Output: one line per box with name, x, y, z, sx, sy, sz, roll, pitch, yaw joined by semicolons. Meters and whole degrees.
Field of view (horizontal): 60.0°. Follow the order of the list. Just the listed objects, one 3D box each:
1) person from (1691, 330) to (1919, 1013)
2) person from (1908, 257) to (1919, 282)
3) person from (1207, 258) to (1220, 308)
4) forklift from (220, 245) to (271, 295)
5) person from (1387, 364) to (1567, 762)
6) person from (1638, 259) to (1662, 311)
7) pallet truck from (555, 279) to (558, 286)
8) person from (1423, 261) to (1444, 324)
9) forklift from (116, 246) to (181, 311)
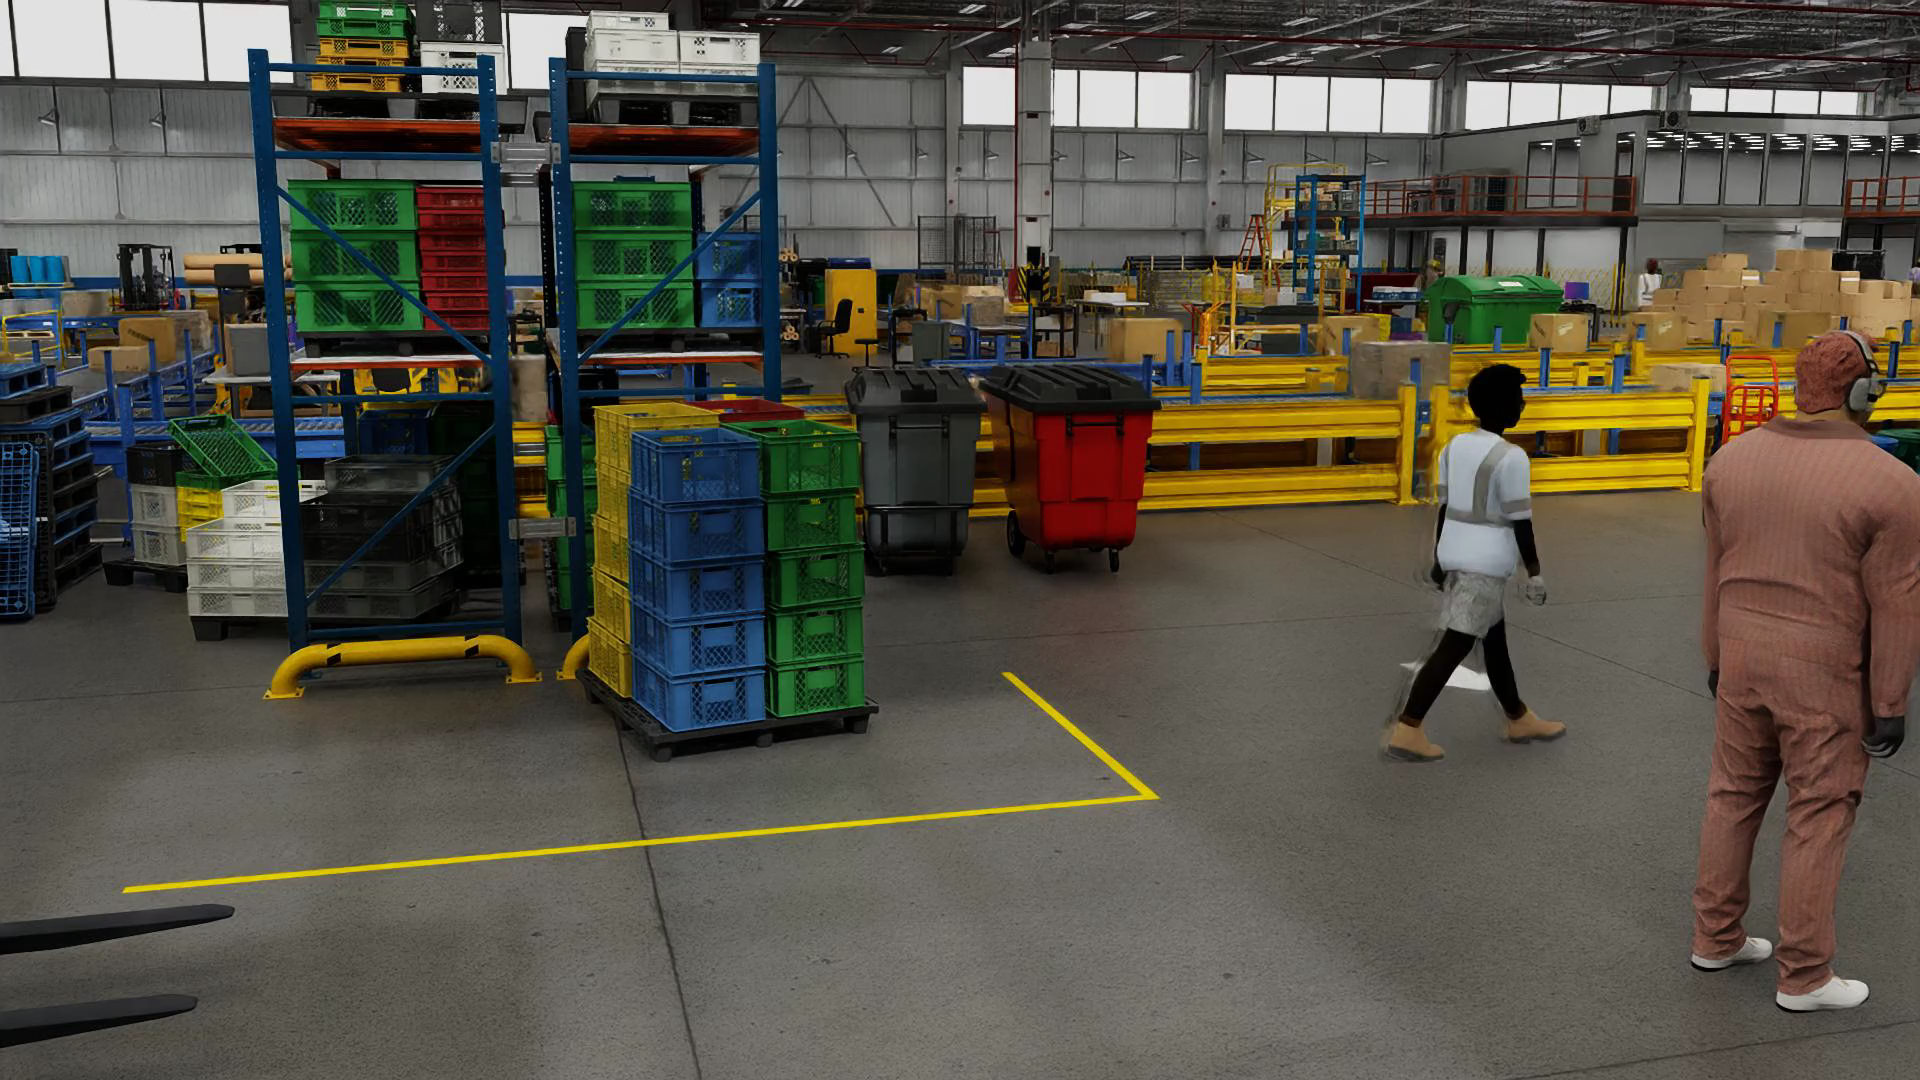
person;2.384;0.367;4.677;0.399;1.900;0.636;-6;11;-29
person;24.429;-6.295;42.328;0.584;1.917;0.385;4;11;21
person;5.331;-5.002;35.143;0.321;1.871;0.520;0;10;1
forklift;-17.749;-6.334;41.440;1.157;1.987;2.680;-3;10;-17
person;2.164;0.098;6.883;0.883;1.649;0.545;-2;10;-11
person;14.237;-4.835;34.220;0.596;1.851;0.792;-2;10;-13
pallet truck;-10.604;-6.375;44.520;0.653;1.274;1.630;-3;10;-15
person;12.818;-6.687;45.090;0.436;1.722;0.661;0;10;0
forklift;-19.966;-6.232;40.894;1.157;1.987;2.680;-3;10;-15
